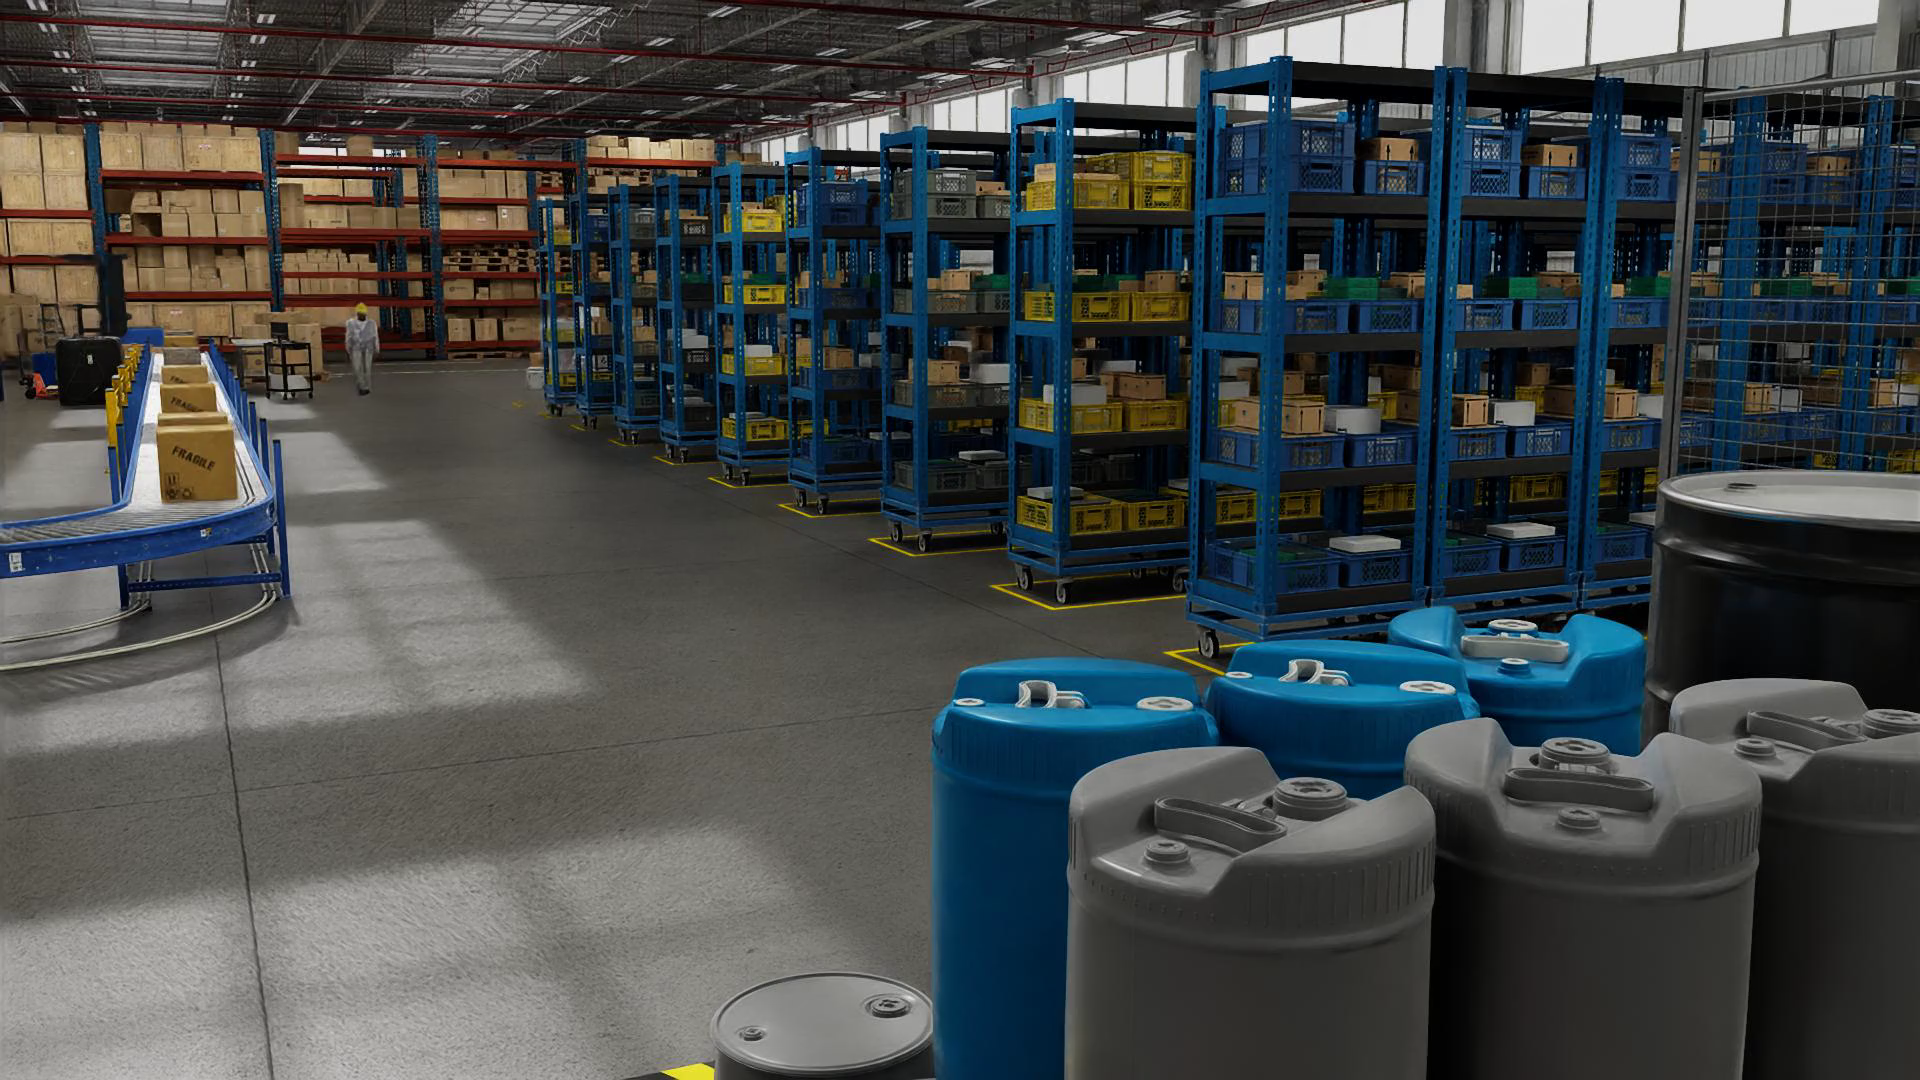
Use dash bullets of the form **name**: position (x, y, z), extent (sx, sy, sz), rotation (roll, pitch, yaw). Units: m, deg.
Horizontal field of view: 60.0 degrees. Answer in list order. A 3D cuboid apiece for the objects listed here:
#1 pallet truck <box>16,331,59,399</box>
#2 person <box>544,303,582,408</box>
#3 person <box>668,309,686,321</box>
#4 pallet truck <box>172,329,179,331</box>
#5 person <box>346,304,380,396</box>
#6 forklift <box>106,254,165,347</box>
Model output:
- **pallet truck**: position (-17.082, -3.353, 31.781), extent (1.630, 1.274, 0.653), rotation (-4, 10, -25)
- **person**: position (-7.060, -3.266, 29.539), extent (0.662, 1.861, 1.005), rotation (4, 10, 23)
- **person**: position (-6.302, -4.330, 36.300), extent (0.594, 1.789, 0.970), rotation (-8, 12, -42)
- **pallet truck**: position (-17.275, -3.851, 35.096), extent (1.601, 1.201, 0.680), rotation (0, 9, 1)
- **person**: position (-11.651, -3.711, 32.493), extent (0.617, 1.779, 0.929), rotation (-4, 10, -25)
- **forklift**: position (-19.777, -5.329, 39.151), extent (1.873, 2.768, 1.129), rotation (-4, 10, -25)
